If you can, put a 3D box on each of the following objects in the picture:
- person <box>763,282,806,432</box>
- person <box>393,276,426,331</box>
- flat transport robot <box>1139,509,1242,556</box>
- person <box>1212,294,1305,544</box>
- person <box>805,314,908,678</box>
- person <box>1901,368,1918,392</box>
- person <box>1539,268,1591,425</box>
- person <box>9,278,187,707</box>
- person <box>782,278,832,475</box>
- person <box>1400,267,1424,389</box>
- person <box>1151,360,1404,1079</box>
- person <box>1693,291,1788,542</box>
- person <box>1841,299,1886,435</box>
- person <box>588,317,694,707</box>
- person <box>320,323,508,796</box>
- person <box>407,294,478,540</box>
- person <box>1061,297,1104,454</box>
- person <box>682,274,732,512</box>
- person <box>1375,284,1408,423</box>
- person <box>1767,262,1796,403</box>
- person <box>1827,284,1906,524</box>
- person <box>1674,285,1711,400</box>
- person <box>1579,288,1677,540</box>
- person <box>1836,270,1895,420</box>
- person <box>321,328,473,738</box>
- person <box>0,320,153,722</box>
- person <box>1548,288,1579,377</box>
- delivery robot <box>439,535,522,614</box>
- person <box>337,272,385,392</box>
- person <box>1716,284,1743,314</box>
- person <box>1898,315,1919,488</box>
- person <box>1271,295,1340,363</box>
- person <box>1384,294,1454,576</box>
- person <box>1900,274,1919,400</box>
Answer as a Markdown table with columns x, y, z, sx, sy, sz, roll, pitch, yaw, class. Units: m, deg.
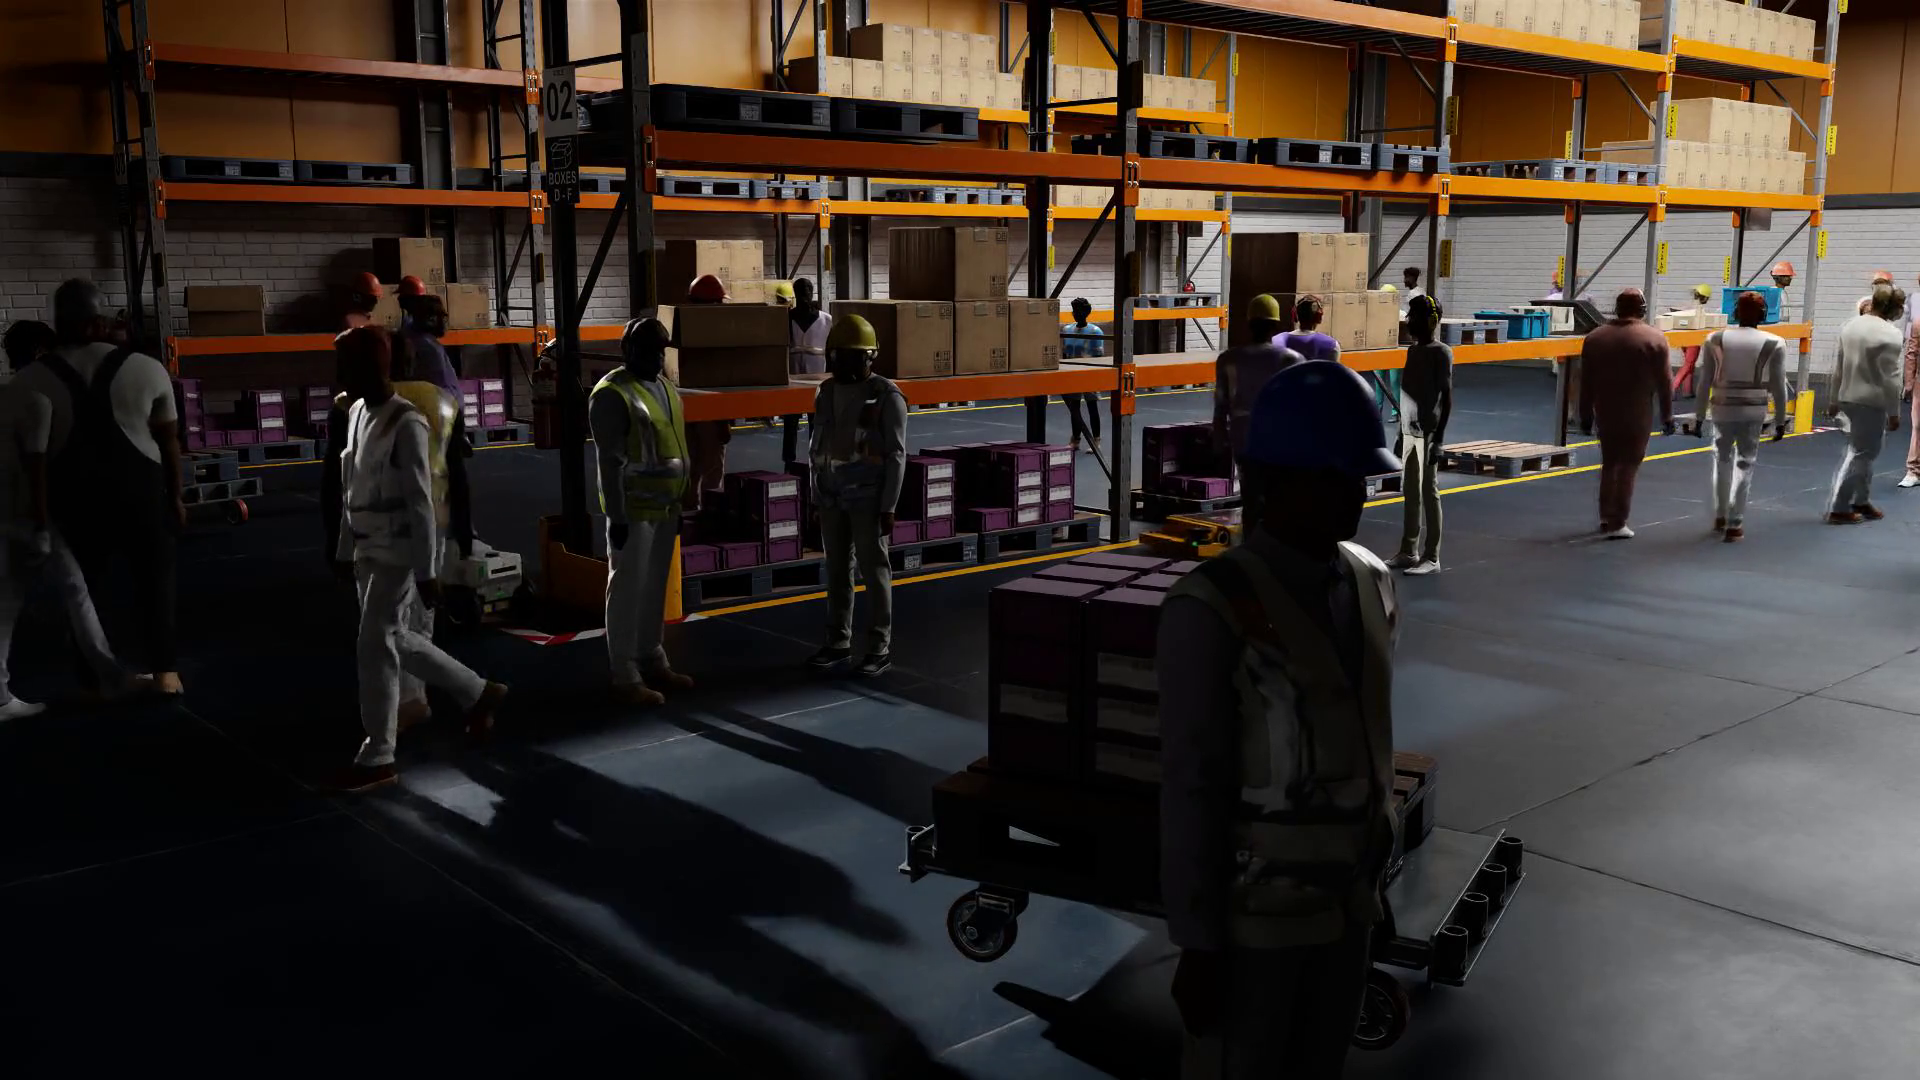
| x | y | z | sx | sy | sz | roll | pitch | yaw | class |
| --- | --- | --- | --- | --- | --- | --- | --- | --- | --- |
| -2.118 | -2.192 | 20.023 | 0.621 | 1.816 | 0.448 | 8 | 13 | 40 | person |
| -5.094 | -1.498 | 15.598 | 0.350 | 1.942 | 0.547 | 1 | 10 | 5 | person |
| 2.081 | -0.085 | 12.212 | 1.431 | 0.197 | 0.652 | -6 | 11 | -32 | flat transport robot |
| 1.937 | -0.644 | 10.773 | 0.606 | 1.889 | 0.974 | 3 | 10 | 19 | person |
| -0.549 | -0.223 | 8.446 | 0.590 | 1.836 | 0.404 | 7 | 12 | 36 | person |
| 15.056 | -3.200 | 25.828 | 1.047 | 1.846 | 0.656 | 6 | 11 | 32 | person |
| 7.675 | -2.463 | 21.118 | 0.632 | 1.981 | 0.734 | 3 | 10 | 15 | person |
| -4.031 | -0.217 | 7.813 | 0.714 | 2.000 | 0.535 | -4 | 11 | -24 | person |
| -1.476 | -1.525 | 15.824 | 0.590 | 1.920 | 0.399 | -1 | 10 | -6 | person |
| 7.162 | -3.372 | 26.522 | 0.475 | 1.955 | 0.625 | 1 | 10 | 8 | person |
| 0.595 | 0.647 | 3.022 | 0.618 | 1.945 | 0.395 | -9 | 13 | -43 | person |
| 5.902 | -0.936 | 12.539 | 0.620 | 1.857 | 0.765 | 7 | 12 | 34 | person |
| 10.753 | -2.040 | 19.755 | 0.522 | 1.608 | 0.698 | 0 | 10 | 2 | person |
| -1.502 | -0.143 | 7.970 | 0.430 | 1.841 | 0.624 | 3 | 10 | 19 | person |
| -2.250 | 0.050 | 6.755 | 0.788 | 1.862 | 0.574 | -7 | 12 | -36 | person |
| -3.550 | -0.718 | 11.242 | 0.849 | 1.876 | 0.642 | -5 | 11 | -25 | person |
| 1.322 | -1.768 | 17.940 | 0.547 | 1.689 | 0.322 | 9 | 13 | 41 | person |
| -1.809 | -0.895 | 11.909 | 0.392 | 1.995 | 0.612 | -8 | 12 | -37 | person |
| 5.464 | -2.380 | 21.283 | 0.327 | 1.765 | 0.529 | -9 | 13 | -43 | person |
| 11.366 | -2.837 | 23.140 | 0.379 | 2.045 | 0.605 | 8 | 13 | 41 | person |
| 7.233 | -1.055 | 13.100 | 0.700 | 1.906 | 0.660 | -1 | 10 | -6 | person |
| 10.781 | -2.924 | 24.633 | 0.793 | 1.711 | 0.530 | -3 | 10 | -14 | person |
| 5.075 | -0.956 | 12.608 | 0.690 | 1.885 | 0.657 | -8 | 13 | -41 | person |
| 11.774 | -2.494 | 21.429 | 1.025 | 1.928 | 0.645 | -4 | 11 | -23 | person |
| -2.502 | -0.041 | 7.529 | 0.655 | 1.809 | 0.719 | -9 | 13 | -41 | person |
| -4.236 | -0.099 | 7.748 | 0.527 | 1.828 | 0.881 | 6 | 11 | 30 | person |
| 10.662 | -3.806 | 29.254 | 0.594 | 1.926 | 0.538 | 7 | 12 | 34 | person |
| -2.883 | 0.166 | 9.638 | 0.707 | 0.478 | 0.477 | 6 | 12 | 33 | delivery robot |
| -5.039 | -1.267 | 14.119 | 0.391 | 1.986 | 0.609 | 0 | 10 | -2 | person |
| 10.895 | -2.742 | 23.463 | 0.487 | 1.744 | 0.312 | 7 | 12 | 35 | person |
| 8.925 | -1.400 | 15.128 | 0.652 | 1.906 | 0.404 | 9 | 13 | 41 | person |
| 2.546 | -0.907 | 12.430 | 0.578 | 1.840 | 0.377 | 5 | 11 | 27 | person |
| 3.068 | -0.698 | 11.127 | 0.328 | 1.872 | 0.509 | -3 | 10 | -19 | person |
| 14.162 | -3.015 | 24.502 | 0.551 | 1.932 | 0.378 | 9 | 13 | 43 | person |
